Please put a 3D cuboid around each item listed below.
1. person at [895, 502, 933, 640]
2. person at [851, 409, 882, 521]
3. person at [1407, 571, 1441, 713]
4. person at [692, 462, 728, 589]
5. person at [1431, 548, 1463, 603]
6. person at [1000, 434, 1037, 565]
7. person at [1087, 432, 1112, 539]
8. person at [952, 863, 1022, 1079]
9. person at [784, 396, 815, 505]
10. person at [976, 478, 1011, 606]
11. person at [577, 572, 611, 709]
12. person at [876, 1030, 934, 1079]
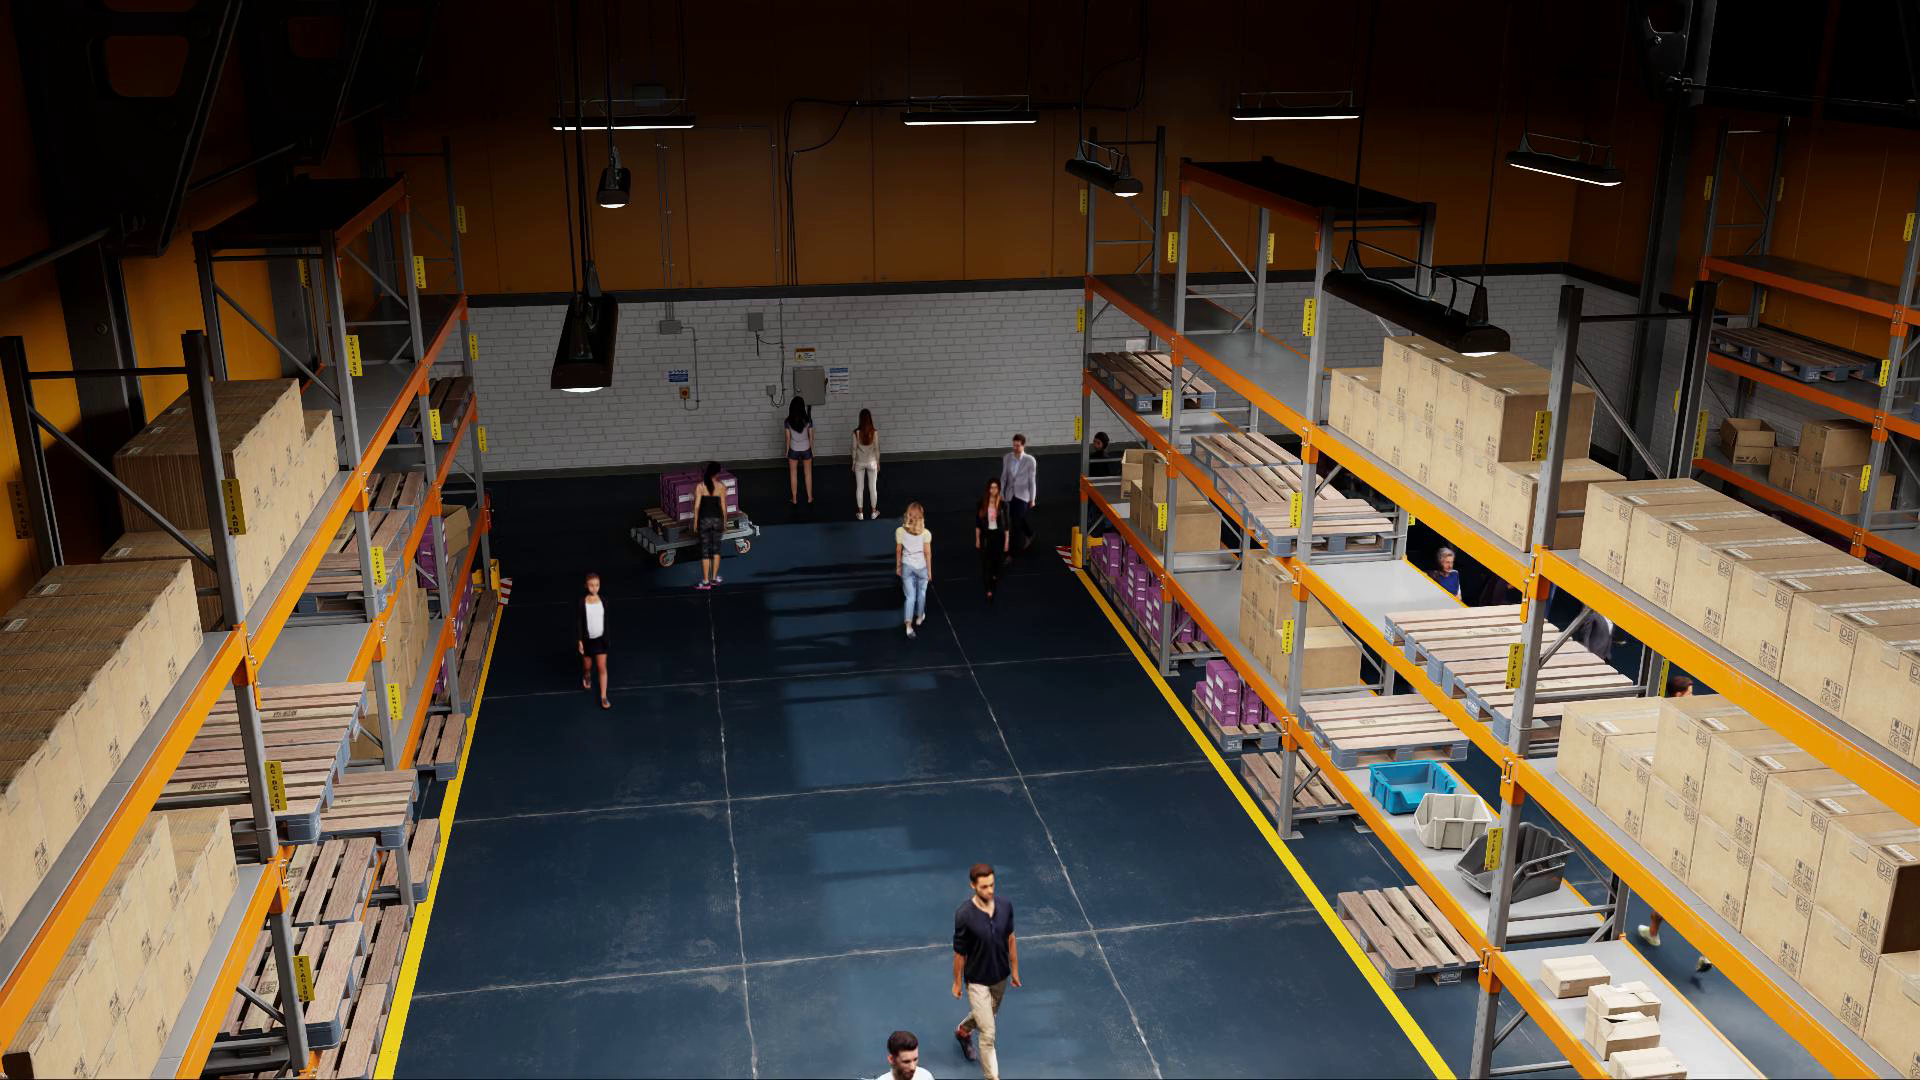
[{"bbox_3d":[-0.593,0.412,20.575,0.874,1.682,1.244,2,19,7],"label":"person"},{"bbox_3d":[-1.422,-1.150,25.164,0.613,1.715,0.582,-1,19,-3],"label":"person"},{"bbox_3d":[5.133,1.201,18.111,0.777,1.760,0.860,-14,23,-36],"label":"person"},{"bbox_3d":[-3.388,-0.188,22.319,0.695,1.707,0.567,-9,21,-25],"label":"person"},{"bbox_3d":[5.376,0.915,18.928,0.898,1.781,1.285,-9,21,-25],"label":"person"},{"bbox_3d":[0.862,-0.617,23.430,1.201,1.810,1.296,12,22,32],"label":"person"},{"bbox_3d":[2.110,-0.745,24.035,0.666,1.668,0.702,-2,19,-7],"label":"person"},{"bbox_3d":[0.147,3.167,12.181,0.926,1.819,1.232,-11,21,-29],"label":"person"},{"bbox_3d":[-2.507,-1.414,25.960,0.586,1.706,0.512,-3,19,-9],"label":"person"},{"bbox_3d":[0.439,-0.030,21.931,0.769,1.656,1.236,1,19,2],"label":"person"},{"bbox_3d":[-4.155,1.091,18.788,0.631,1.537,0.992,-7,20,-19],"label":"person"},{"bbox_3d":[-0.429,3.810,10.240,0.858,1.840,1.097,-8,20,-23],"label":"person"}]
